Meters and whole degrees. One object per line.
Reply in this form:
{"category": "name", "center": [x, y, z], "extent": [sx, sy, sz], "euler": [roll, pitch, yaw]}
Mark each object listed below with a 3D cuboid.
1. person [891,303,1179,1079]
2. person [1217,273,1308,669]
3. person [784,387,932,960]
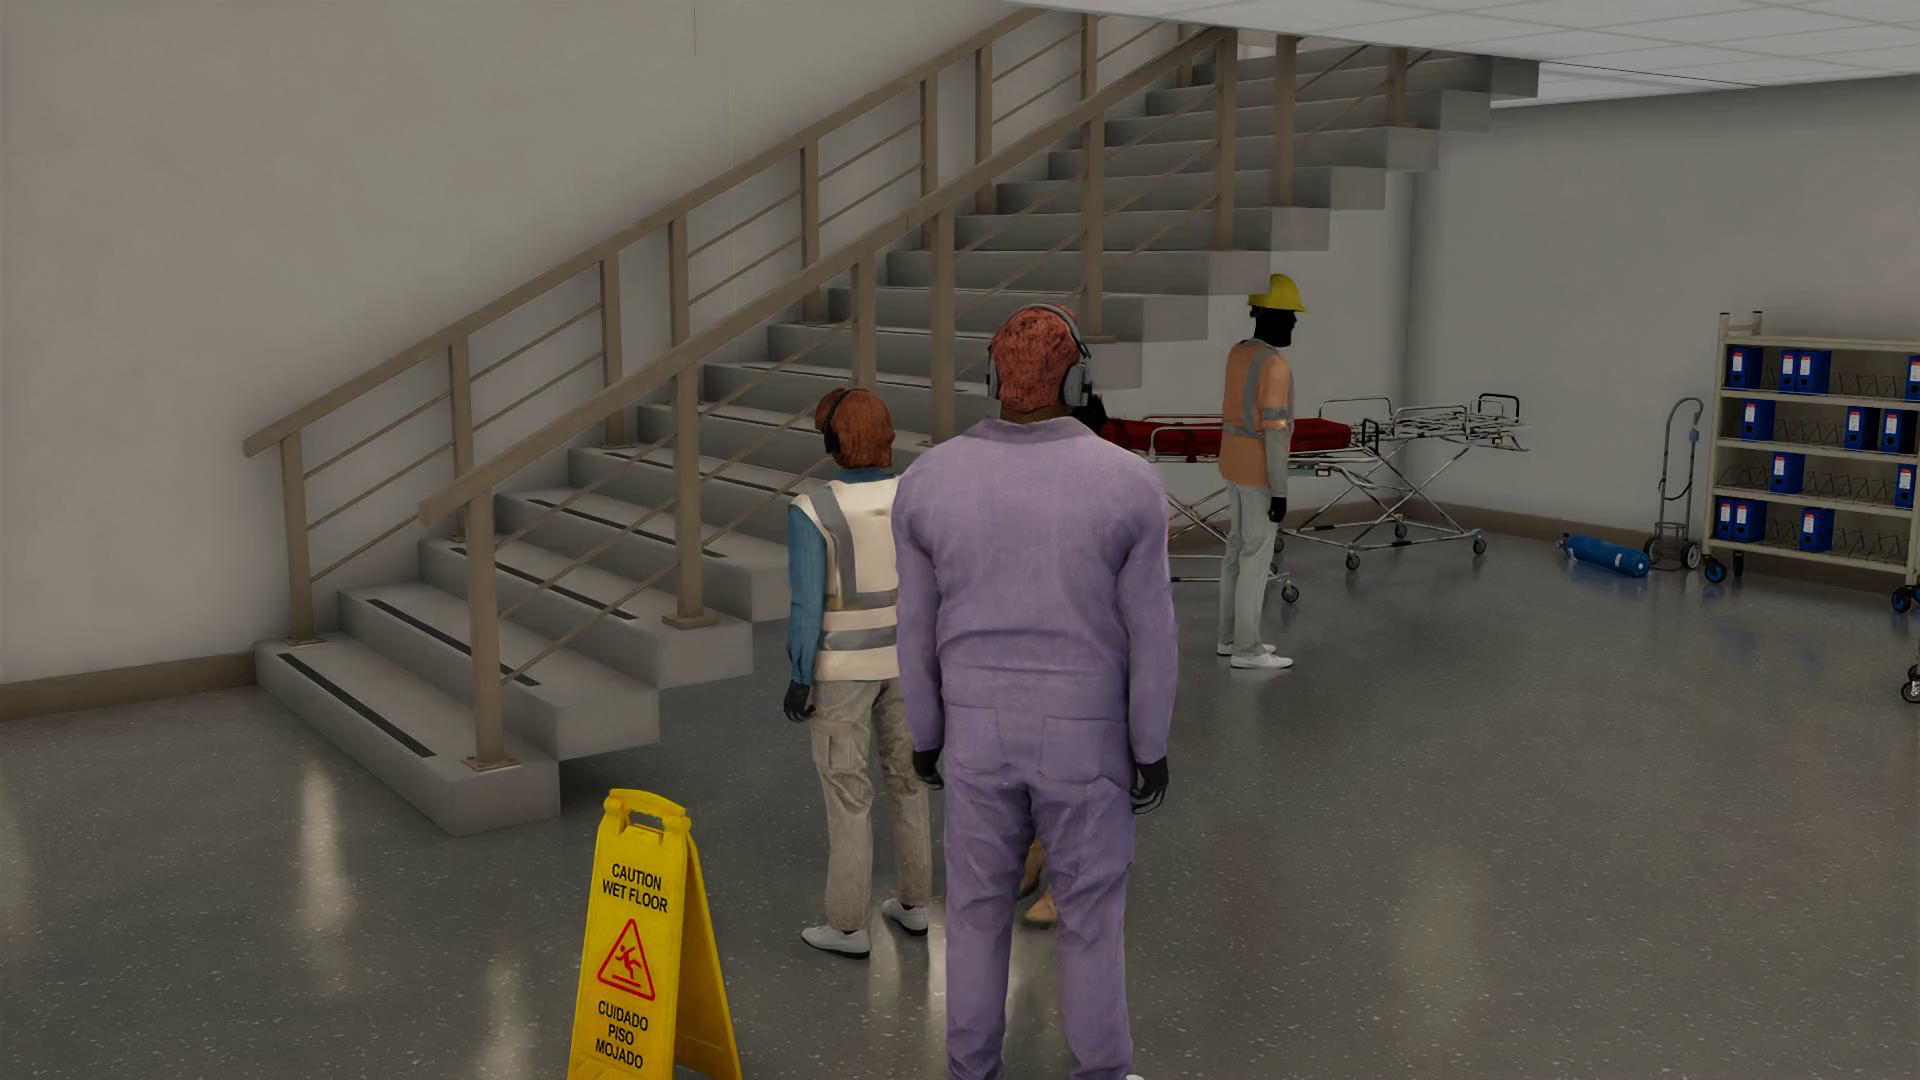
{"category": "person", "center": [0.179, 0.425, 3.781], "extent": [0.638, 1.909, 0.408], "euler": [3, 10, 16]}
{"category": "person", "center": [1.469, -0.328, 8.098], "extent": [0.395, 1.919, 0.582], "euler": [-2, 10, -12]}
{"category": "person", "center": [-0.281, 0.382, 4.797], "extent": [0.521, 1.639, 0.311], "euler": [-9, 13, -41]}
